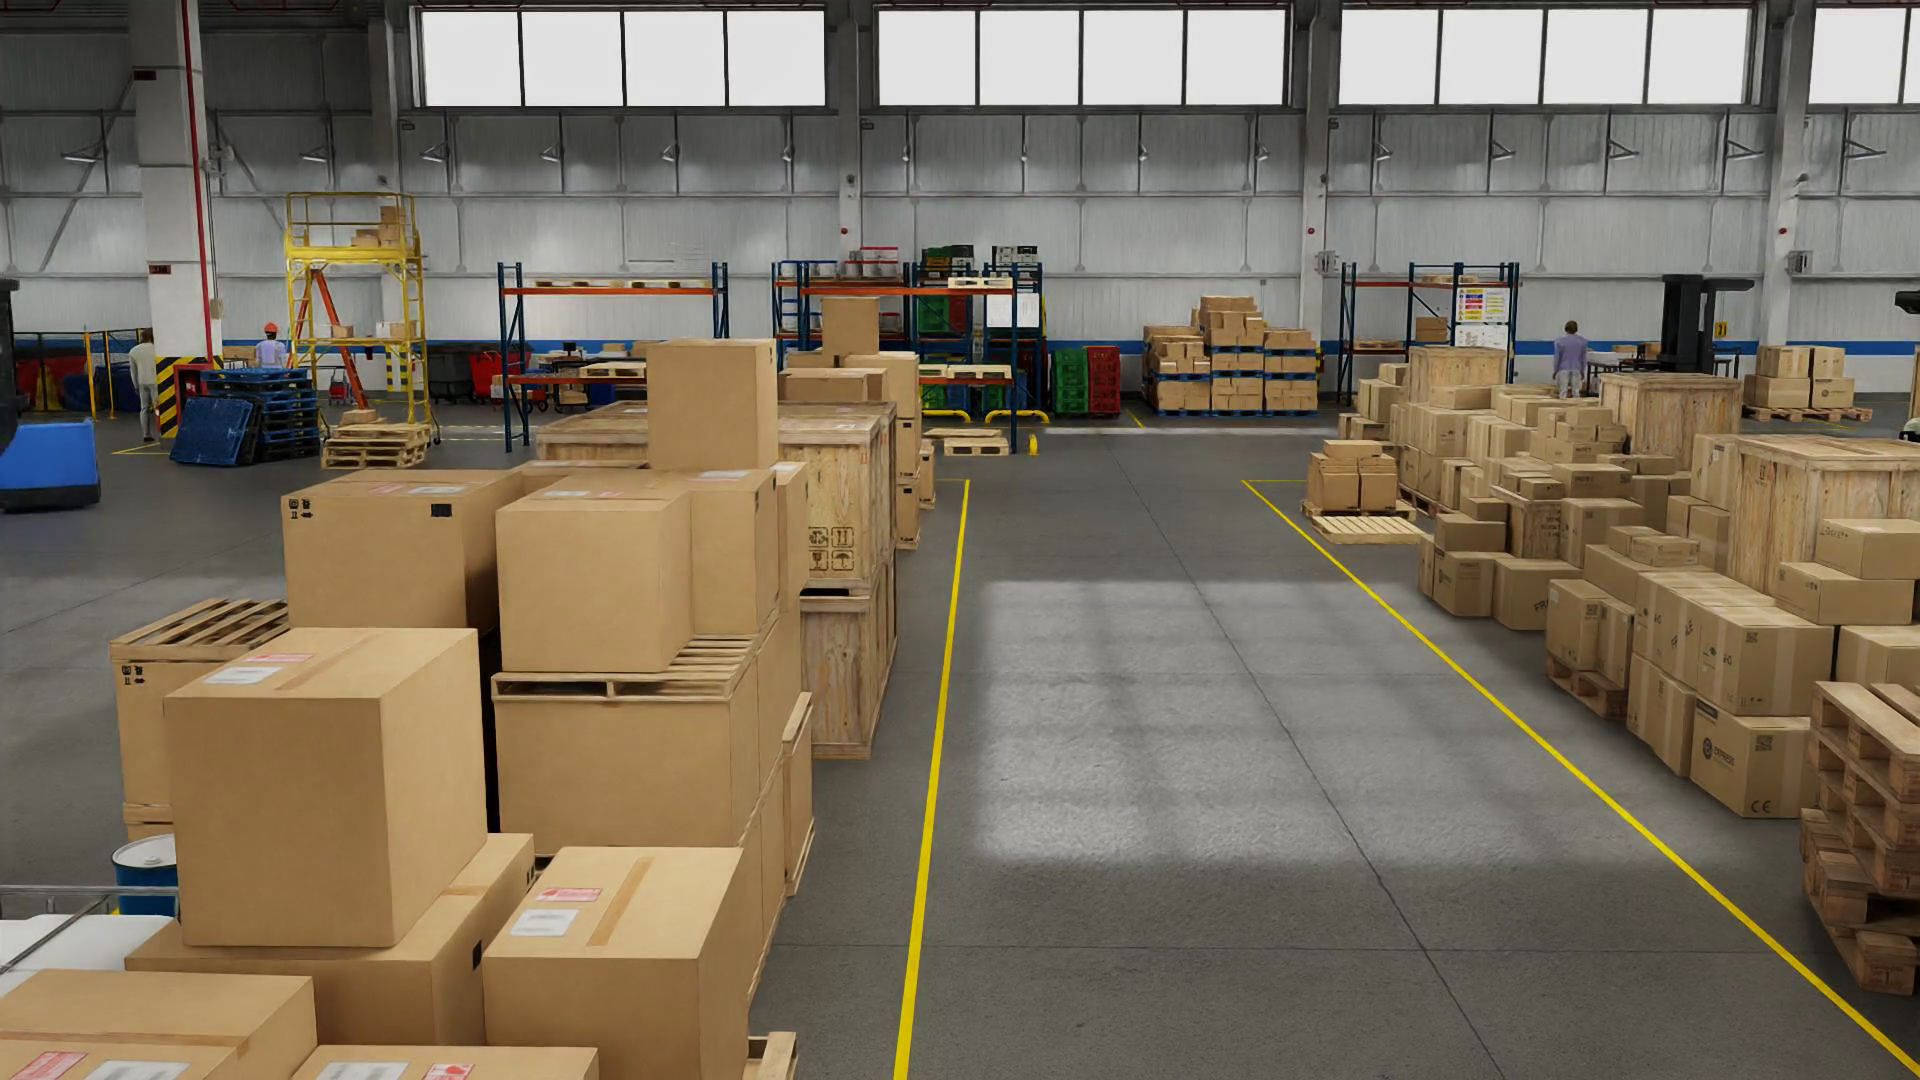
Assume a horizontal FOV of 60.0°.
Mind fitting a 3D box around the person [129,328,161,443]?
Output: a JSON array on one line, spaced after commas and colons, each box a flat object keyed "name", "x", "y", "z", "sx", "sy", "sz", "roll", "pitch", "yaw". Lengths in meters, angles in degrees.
[{"name": "person", "x": -13.655, "y": -2.605, "z": 28.063, "sx": 0.628, "sy": 1.936, "sz": 0.375, "roll": 0, "pitch": 9, "yaw": 2}]

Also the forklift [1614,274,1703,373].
[{"name": "forklift", "x": 12.608, "y": -3.276, "z": 29.256, "sx": 1.873, "sy": 2.768, "sz": 1.129, "roll": 0, "pitch": 9, "yaw": 1}]

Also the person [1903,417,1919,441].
[{"name": "person", "x": 8.867, "y": -0.486, "z": 15.190, "sx": 0.612, "sy": 1.994, "sz": 0.394, "roll": 0, "pitch": 9, "yaw": 2}]

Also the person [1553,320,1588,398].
[{"name": "person", "x": 11.622, "y": -3.220, "z": 31.739, "sx": 0.628, "sy": 1.939, "sz": 0.375, "roll": 0, "pitch": 9, "yaw": 2}]

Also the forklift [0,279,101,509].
[{"name": "forklift", "x": -11.663, "y": -1.783, "z": 20.313, "sx": 1.873, "sy": 2.768, "sz": 1.129, "roll": -5, "pitch": 11, "yaw": -25}]

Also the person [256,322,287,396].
[{"name": "person", "x": -12.659, "y": -3.038, "z": 30.648, "sx": 0.547, "sy": 1.938, "sz": 0.379, "roll": 0, "pitch": 9, "yaw": 2}]
